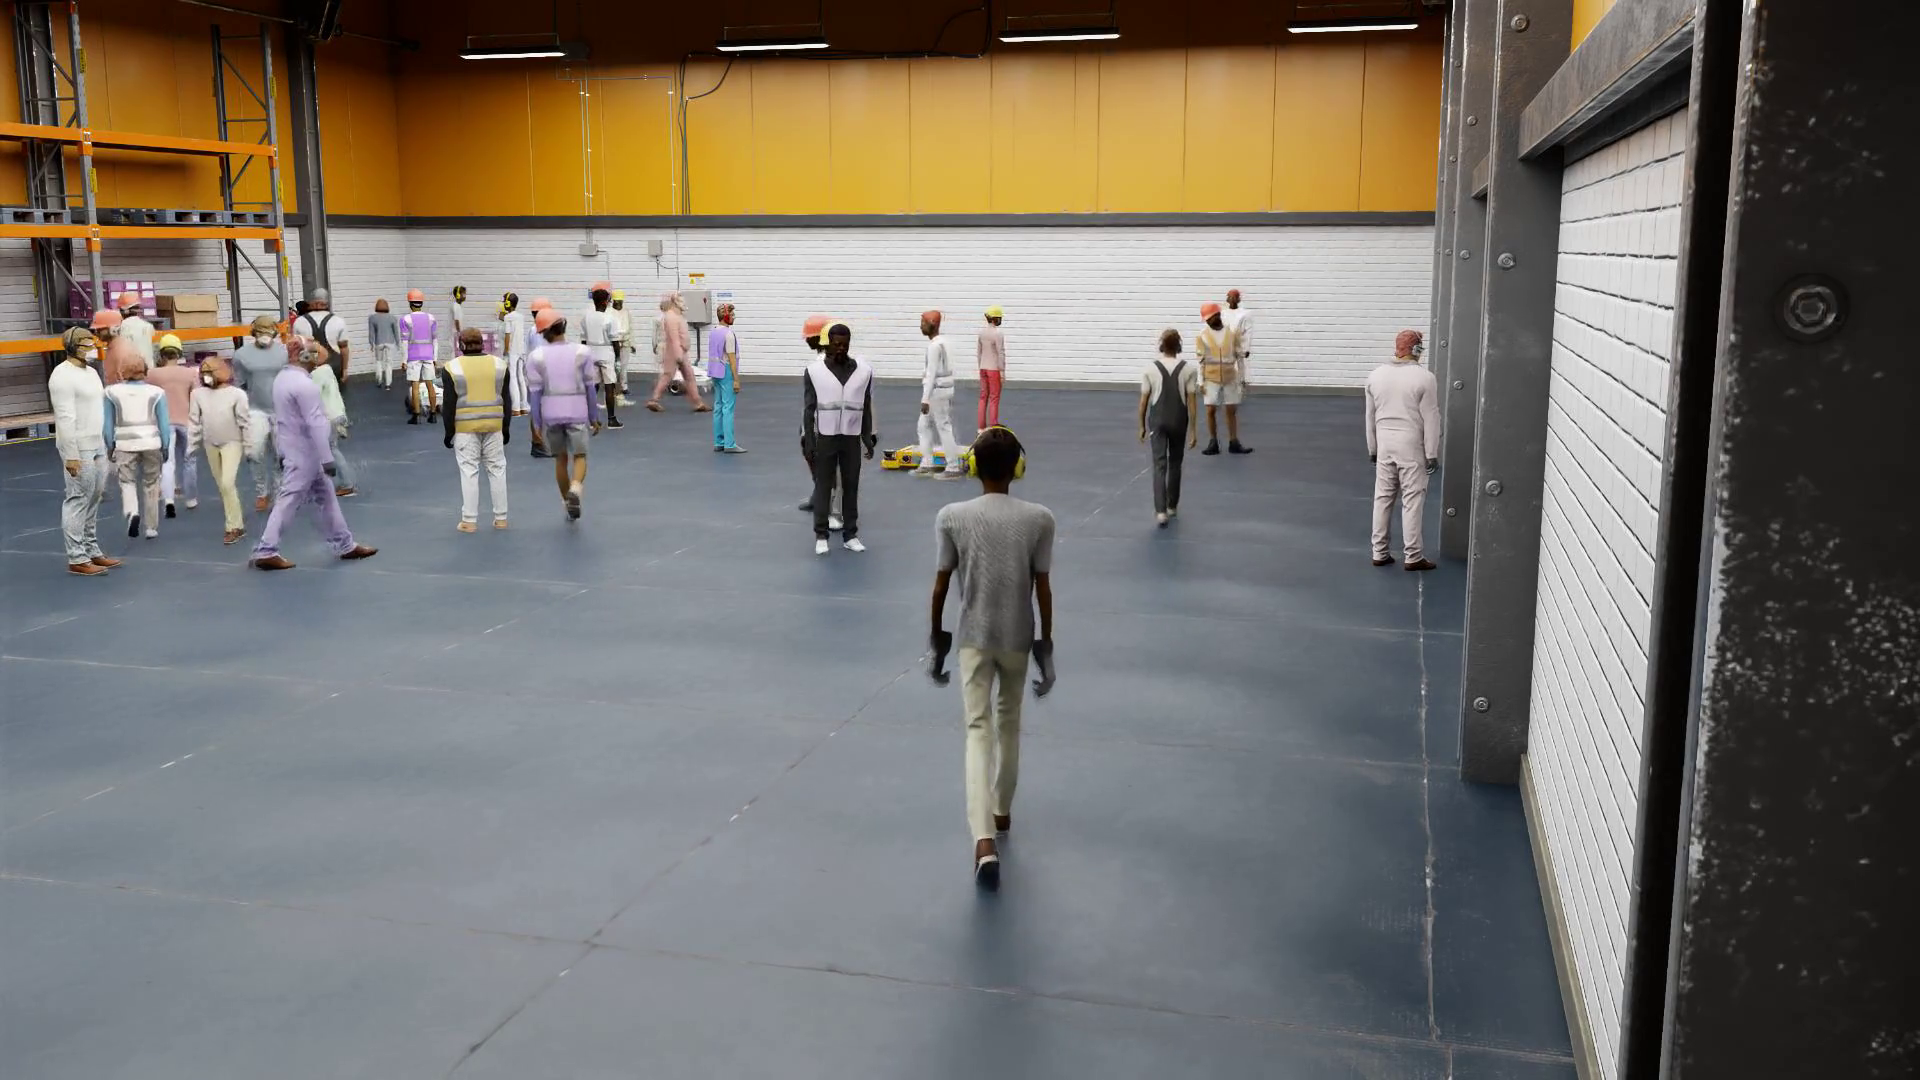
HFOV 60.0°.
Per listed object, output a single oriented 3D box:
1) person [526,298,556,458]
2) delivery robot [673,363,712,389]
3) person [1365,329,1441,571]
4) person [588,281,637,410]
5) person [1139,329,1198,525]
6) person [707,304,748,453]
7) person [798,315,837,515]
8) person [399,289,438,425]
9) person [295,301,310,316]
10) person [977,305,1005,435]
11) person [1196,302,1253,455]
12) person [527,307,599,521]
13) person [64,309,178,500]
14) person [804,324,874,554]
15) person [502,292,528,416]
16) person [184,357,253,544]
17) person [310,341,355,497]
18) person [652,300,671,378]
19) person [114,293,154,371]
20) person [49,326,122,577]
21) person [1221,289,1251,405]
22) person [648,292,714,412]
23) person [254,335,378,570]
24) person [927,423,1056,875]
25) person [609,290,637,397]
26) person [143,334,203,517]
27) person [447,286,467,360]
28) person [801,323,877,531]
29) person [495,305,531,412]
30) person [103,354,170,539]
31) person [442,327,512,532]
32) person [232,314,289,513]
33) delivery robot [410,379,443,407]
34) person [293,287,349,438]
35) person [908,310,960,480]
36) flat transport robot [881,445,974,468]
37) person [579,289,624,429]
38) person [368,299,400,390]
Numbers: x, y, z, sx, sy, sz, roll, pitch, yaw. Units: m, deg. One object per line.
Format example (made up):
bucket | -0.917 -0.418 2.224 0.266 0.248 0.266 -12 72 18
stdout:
person | -5.067 -1.968 20.190 0.373 1.933 0.550 -3 10 -17
delivery robot | -4.605 -2.808 28.590 0.707 0.478 0.477 1 10 8
person | 3.522 -0.710 13.169 0.408 1.903 0.638 -9 13 -42
person | -5.448 -3.020 25.928 0.874 2.007 0.653 1 10 7
person | 1.923 -1.050 15.395 0.525 1.801 0.957 1 10 6
person | -2.912 -1.990 20.581 0.389 1.843 0.566 -7 12 -34
person | -1.361 -1.170 15.779 0.636 1.903 0.537 0 10 -1
person | -7.784 -2.628 23.921 0.545 1.938 0.362 -9 13 -41
person | -10.363 -2.948 26.424 0.321 1.694 0.529 1 10 4
person | 0.430 -2.273 22.448 0.361 1.771 0.533 -7 12 -35
person | 3.254 -1.964 20.331 0.741 1.887 0.434 1 10 3
person | -3.637 -1.133 15.287 0.627 2.000 0.698 -2 10 -11
person | -8.338 -1.313 16.503 1.025 1.930 0.622 -9 13 -40
person | -1.015 -0.846 13.892 0.597 1.914 0.367 -4 11 -21
person | -6.734 -2.790 25.070 0.330 1.865 0.516 3 10 15
person | -6.395 -0.762 14.304 0.506 1.607 0.694 1 10 8
person | -6.416 -1.226 16.900 0.453 1.604 0.517 -1 10 -7
person | -5.071 -3.349 28.887 0.541 1.630 0.412 -3 10 -15
person | -10.300 -2.079 20.700 0.511 1.977 0.638 2 10 10
person | -6.828 -0.692 12.955 0.354 1.937 0.635 -1 10 -7
person | 4.387 -3.109 26.825 0.574 1.868 0.411 5 11 28
person | -4.362 -2.878 25.585 1.005 1.861 0.662 1 10 6
person | -5.215 -0.702 13.257 0.989 1.858 0.662 -7 12 -34
person | 0.132 0.434 6.890 0.529 1.836 0.941 0 10 -1
person | -5.797 -3.341 28.343 0.609 1.825 0.519 -7 12 -36
person | -7.506 -1.098 15.875 0.538 1.722 0.934 -4 11 -21
person | -8.952 -3.599 29.674 0.526 1.844 0.542 -1 10 -5
person | -1.102 -1.039 15.152 0.612 1.864 0.981 3 11 19
person | -6.974 -2.772 25.442 0.842 1.701 0.507 1 10 3
person | -7.109 -0.791 14.388 0.521 1.622 0.462 -4 11 -24
person | -4.334 -0.987 14.920 0.621 1.839 0.429 -7 12 -33
person | -6.604 -1.193 15.896 0.625 1.912 0.493 -2 10 -14
delivery robot | -8.098 -2.217 25.242 0.477 0.478 0.707 -6 12 -33
person | -8.324 -2.296 21.751 0.686 2.000 0.536 -2 10 -11
person | -0.331 -1.567 18.113 0.740 1.856 0.598 1 10 7
flat transport robot | -0.128 -0.952 19.148 1.431 0.197 0.652 3 10 15
person | -5.011 -2.527 23.274 0.607 1.966 0.367 3 10 17
person | -10.296 -3.503 29.777 0.501 1.618 0.502 -2 10 -12
